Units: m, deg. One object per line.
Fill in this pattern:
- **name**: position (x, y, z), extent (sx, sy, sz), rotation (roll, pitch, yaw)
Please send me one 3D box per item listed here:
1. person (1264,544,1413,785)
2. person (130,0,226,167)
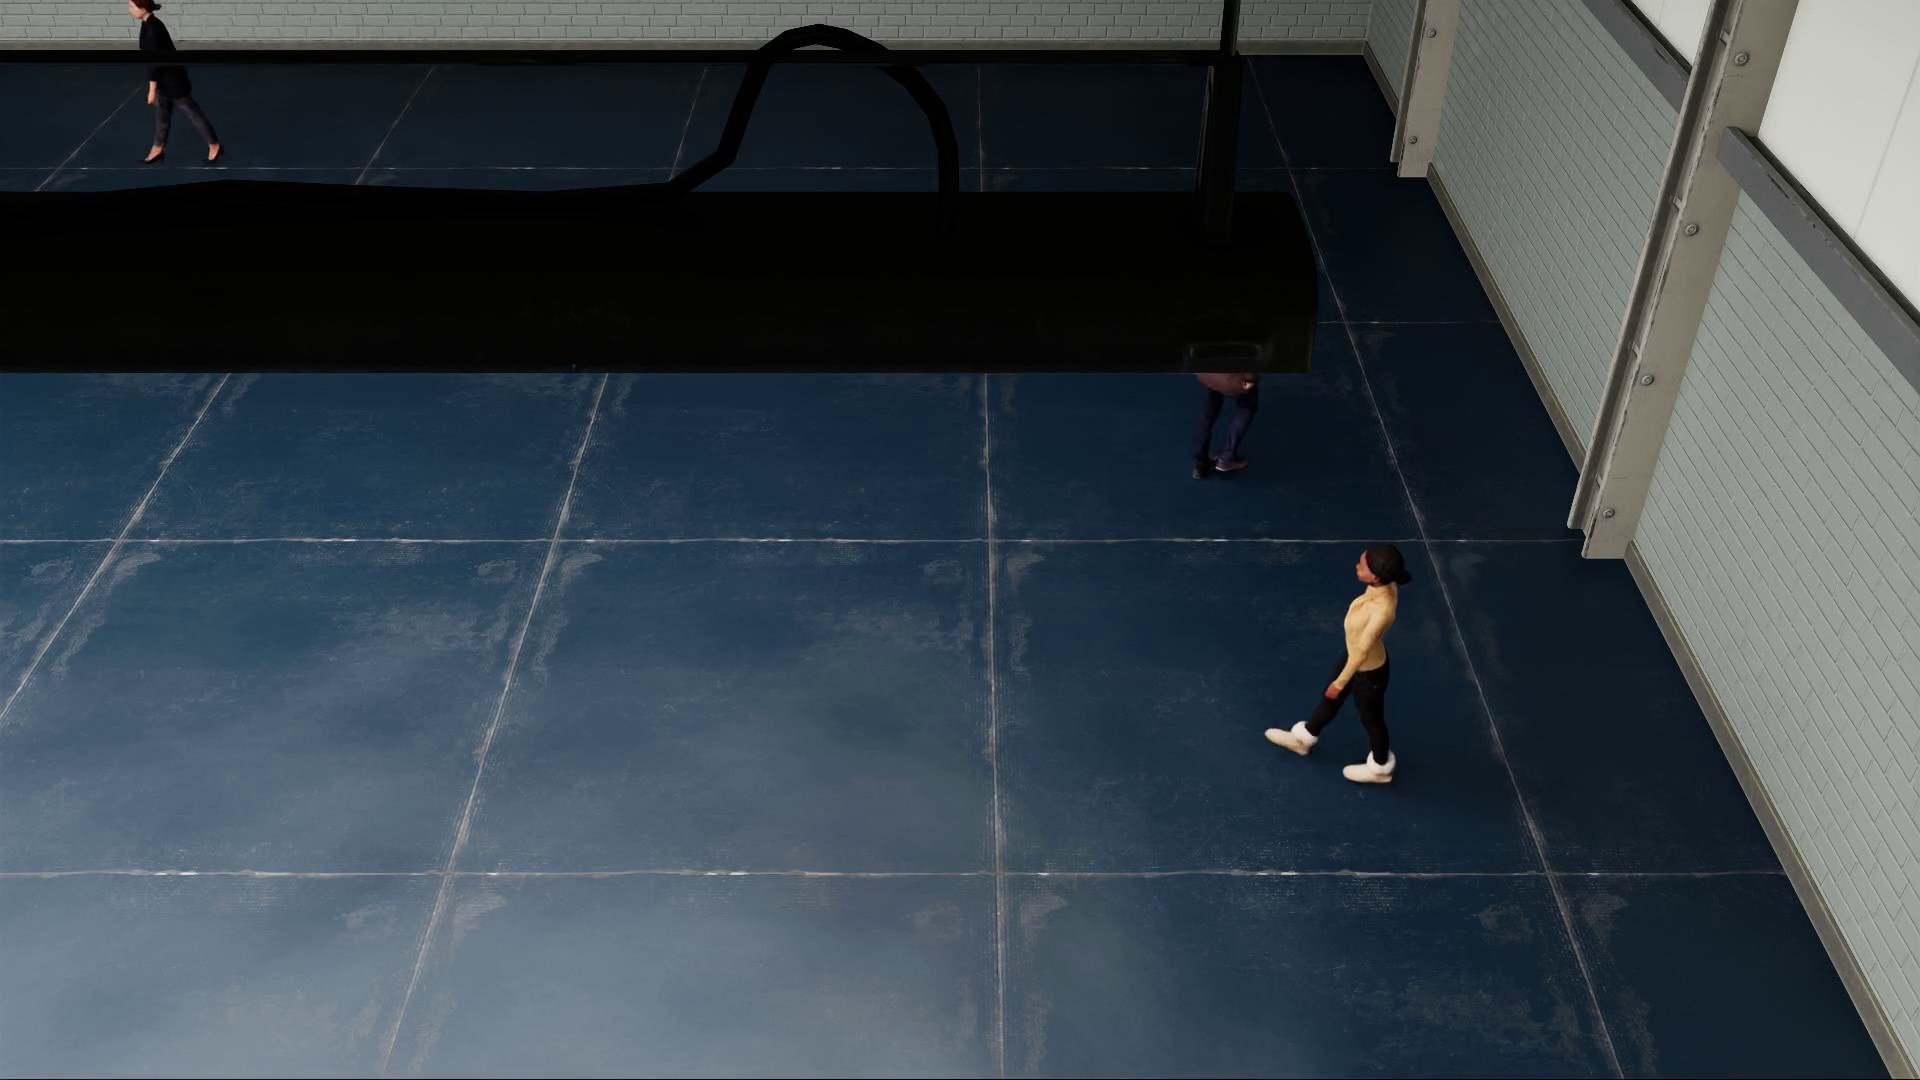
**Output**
- **person**: position (2.317, 0.722, 9.146), extent (0.771, 1.633, 0.970), rotation (6, 38, 8)
- **person**: position (-7.383, -4.341, 15.760), extent (1.027, 1.688, 1.074), rotation (-20, 41, -24)
